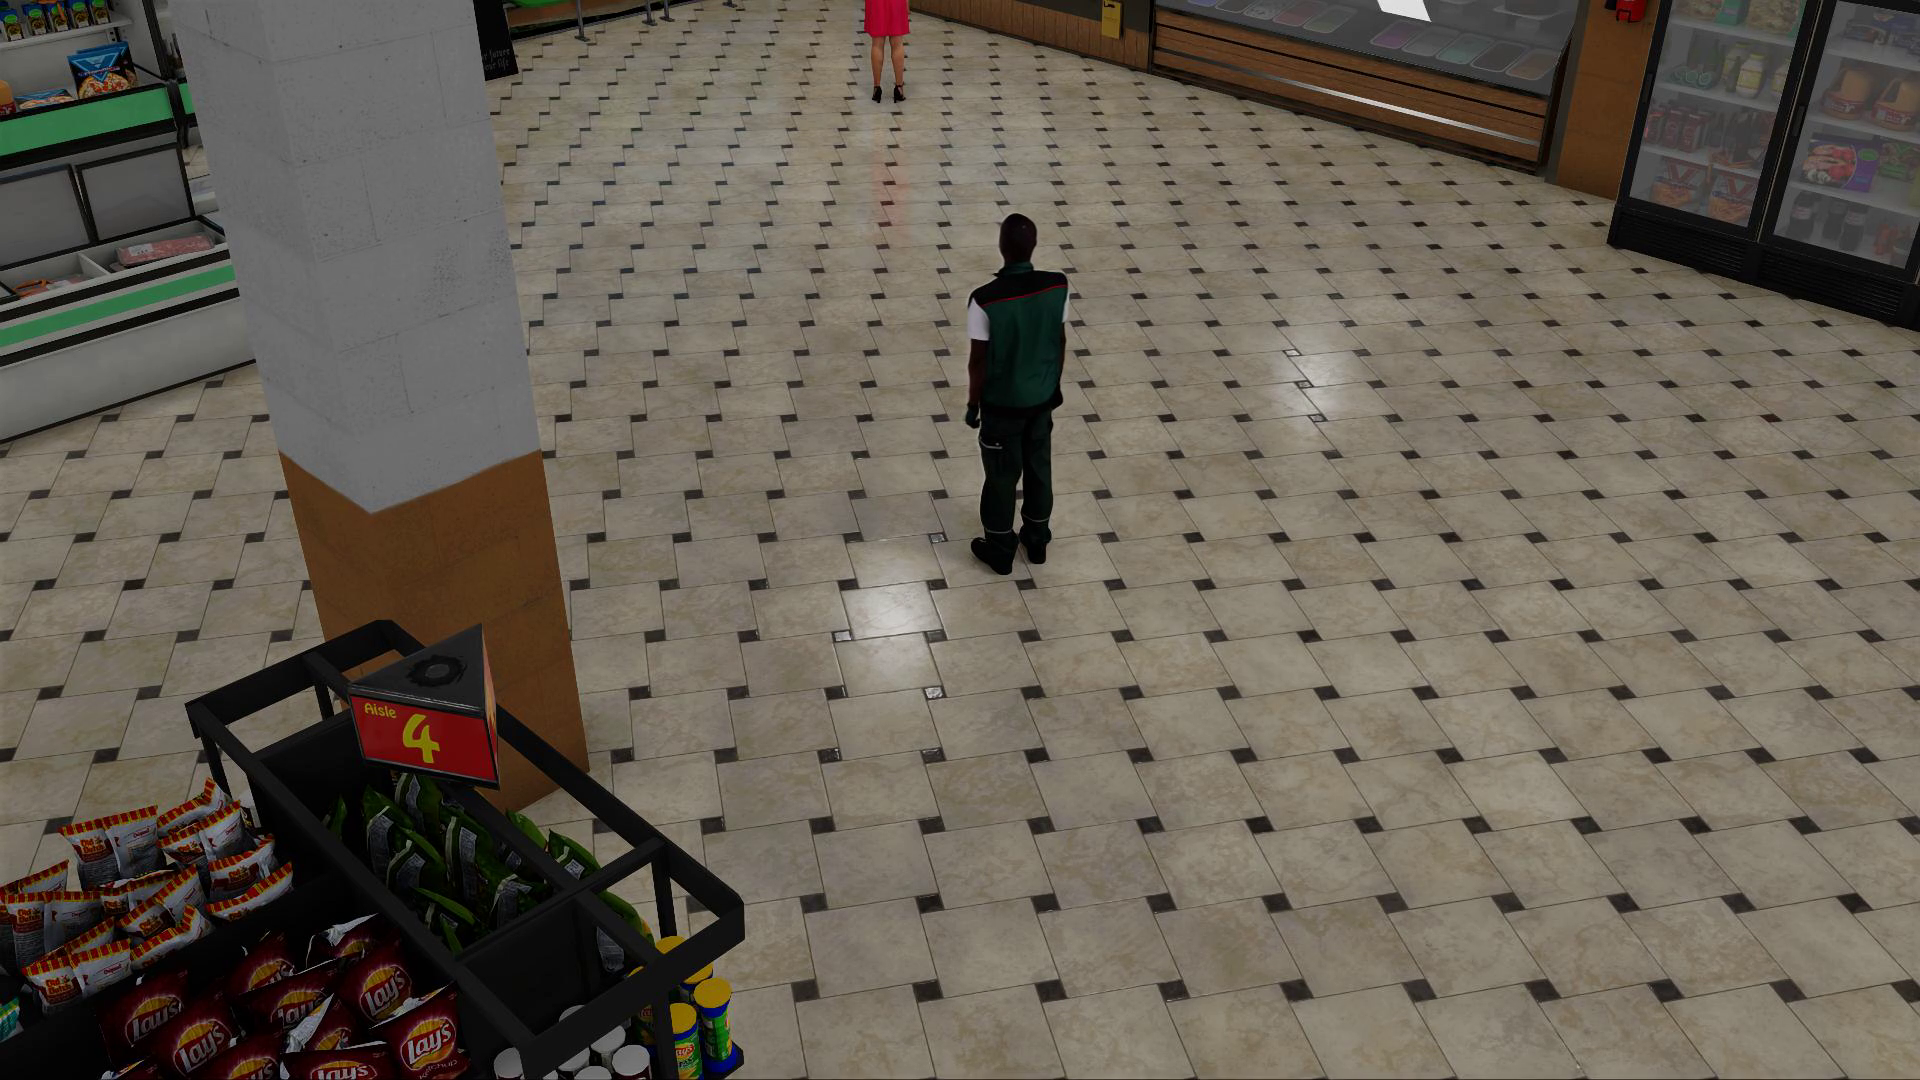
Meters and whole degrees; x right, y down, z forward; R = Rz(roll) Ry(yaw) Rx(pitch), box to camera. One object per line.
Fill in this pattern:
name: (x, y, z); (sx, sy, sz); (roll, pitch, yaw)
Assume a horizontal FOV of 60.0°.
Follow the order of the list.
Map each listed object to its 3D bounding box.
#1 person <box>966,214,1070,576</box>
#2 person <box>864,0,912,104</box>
person: (0.272, -0.678, 7.937); (0.661, 1.840, 0.816); (-15, 35, -23)
person: (-0.648, -4.690, 14.489); (0.666, 1.728, 0.718); (2, 32, 3)
